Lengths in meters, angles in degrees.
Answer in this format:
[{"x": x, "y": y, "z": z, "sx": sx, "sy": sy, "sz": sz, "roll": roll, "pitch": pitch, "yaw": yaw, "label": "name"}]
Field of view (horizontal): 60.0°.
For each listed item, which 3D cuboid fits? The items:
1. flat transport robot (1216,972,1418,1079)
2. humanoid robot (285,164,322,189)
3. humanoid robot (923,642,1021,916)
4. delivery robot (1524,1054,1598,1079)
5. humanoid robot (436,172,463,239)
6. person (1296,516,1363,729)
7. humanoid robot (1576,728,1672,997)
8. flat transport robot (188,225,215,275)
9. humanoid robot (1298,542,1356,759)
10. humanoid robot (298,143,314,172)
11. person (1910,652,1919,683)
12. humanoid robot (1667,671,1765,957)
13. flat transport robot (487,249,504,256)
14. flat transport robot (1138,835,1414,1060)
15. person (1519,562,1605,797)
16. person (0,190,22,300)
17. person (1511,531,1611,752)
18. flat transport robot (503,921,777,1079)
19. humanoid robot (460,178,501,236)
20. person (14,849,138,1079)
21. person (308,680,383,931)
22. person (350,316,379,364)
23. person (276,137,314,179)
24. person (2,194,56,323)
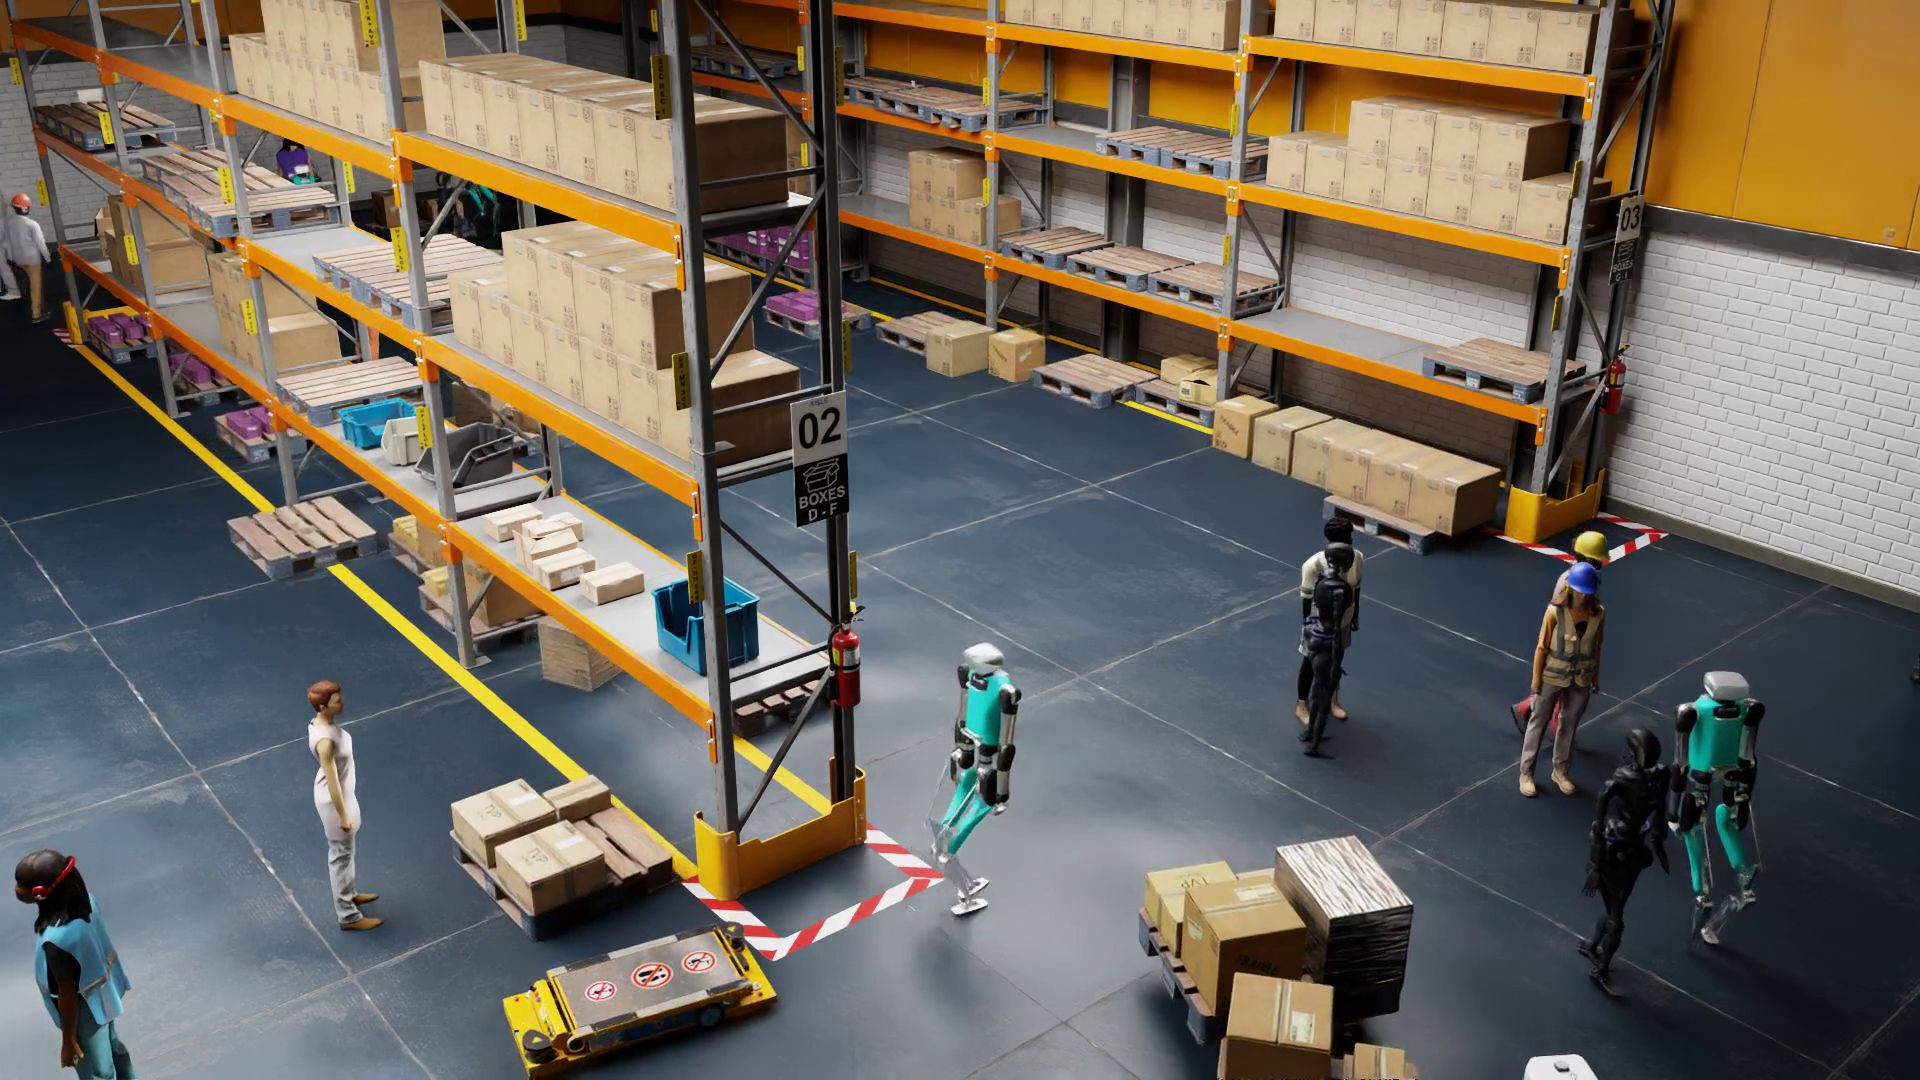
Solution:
[{"x": 1.839, "y": 3.197, "z": 8.241, "sx": 1.431, "sy": 0.231, "sz": 0.659, "roll": 5, "pitch": 24, "yaw": 12, "label": "flat transport robot"}, {"x": -9.757, "y": -4.758, "z": 24.687, "sx": 0.533, "sy": 1.690, "sz": 0.739, "roll": -19, "pitch": 30, "yaw": -37, "label": "humanoid robot"}, {"x": -0.018, "y": 1.524, "z": 10.244, "sx": 0.732, "sy": 1.763, "sz": 0.541, "roll": -16, "pitch": 28, "yaw": -33, "label": "humanoid robot"}, {"x": 3.131, "y": 2.972, "z": 8.397, "sx": 0.499, "sy": 0.592, "sz": 0.783, "roll": -2, "pitch": 23, "yaw": -5, "label": "delivery robot"}, {"x": -7.587, "y": -4.594, "z": 24.529, "sx": 0.685, "sy": 1.641, "sz": 0.599, "roll": -20, "pitch": 30, "yaw": -38, "label": "humanoid robot"}, {"x": 2.762, "y": 0.600, "z": 12.459, "sx": 0.533, "sy": 1.691, "sz": 0.319, "roll": -10, "pitch": 25, "yaw": -23, "label": "person"}, {"x": 3.889, "y": 1.838, "z": 9.626, "sx": 0.594, "sy": 1.646, "sz": 0.560, "roll": -11, "pitch": 26, "yaw": -24, "label": "humanoid robot"}, {"x": -11.551, "y": -3.783, "z": 24.403, "sx": 1.431, "sy": 0.231, "sz": 0.659, "roll": -10, "pitch": 25, "yaw": -23, "label": "flat transport robot"}, {"x": 2.660, "y": 0.774, "z": 12.065, "sx": 0.306, "sy": 1.657, "sz": 0.612, "roll": 1, "pitch": 23, "yaw": 2, "label": "humanoid robot"}, {"x": -10.541, "y": -5.613, "z": 26.865, "sx": 0.601, "sy": 1.642, "sz": 0.347, "roll": 15, "pitch": 28, "yaw": 31, "label": "humanoid robot"}, {"x": 7.810, "y": 0.260, "z": 12.959, "sx": 0.549, "sy": 1.922, "sz": 0.387, "roll": 15, "pitch": 27, "yaw": 31, "label": "person"}, {"x": 4.527, "y": 1.748, "z": 9.877, "sx": 0.531, "sy": 1.879, "sz": 0.749, "roll": -3, "pitch": 24, "yaw": -7, "label": "humanoid robot"}, {"x": -6.476, "y": -3.035, "z": 22.672, "sx": 1.431, "sy": 0.231, "sz": 0.659, "roll": 4, "pitch": 24, "yaw": 10, "label": "flat transport robot"}, {"x": 1.746, "y": 2.578, "z": 9.672, "sx": 0.659, "sy": 0.231, "sz": 1.431, "roll": -6, "pitch": 24, "yaw": -13, "label": "flat transport robot"}, {"x": 4.195, "y": 0.965, "z": 11.504, "sx": 0.481, "sy": 1.776, "sz": 0.321, "roll": -2, "pitch": 23, "yaw": -4, "label": "person"}, {"x": -13.924, "y": -4.349, "z": 23.697, "sx": 0.833, "sy": 1.868, "sz": 0.641, "roll": 1, "pitch": 23, "yaw": 1, "label": "person"}, {"x": 4.416, "y": 0.723, "z": 12.103, "sx": 0.525, "sy": 1.754, "sz": 0.445, "roll": -20, "pitch": 31, "yaw": -39, "label": "person"}, {"x": -1.842, "y": 2.623, "z": 9.570, "sx": 1.431, "sy": 0.231, "sz": 0.659, "roll": -11, "pitch": 26, "yaw": -24, "label": "flat transport robot"}, {"x": -7.885, "y": -5.851, "z": 27.394, "sx": 0.530, "sy": 1.789, "sz": 0.989, "roll": -21, "pitch": 31, "yaw": -39, "label": "humanoid robot"}, {"x": -4.320, "y": 2.337, "z": 8.230, "sx": 0.392, "sy": 1.862, "sz": 0.498, "roll": -6, "pitch": 24, "yaw": -13, "label": "person"}, {"x": -3.794, "y": 1.605, "z": 10.167, "sx": 0.270, "sy": 1.658, "sz": 0.459, "roll": -9, "pitch": 25, "yaw": -20, "label": "person"}, {"x": -7.176, "y": -2.726, "z": 20.081, "sx": 0.499, "sy": 1.759, "sz": 0.339, "roll": 13, "pitch": 27, "yaw": 28, "label": "person"}, {"x": -10.554, "y": -5.603, "z": 26.523, "sx": 0.544, "sy": 1.929, "sz": 0.417, "roll": -11, "pitch": 26, "yaw": -23, "label": "person"}, {"x": -12.674, "y": -3.882, "z": 22.786, "sx": 0.585, "sy": 1.728, "sz": 0.648, "roll": 8, "pitch": 25, "yaw": 17, "label": "person"}]
